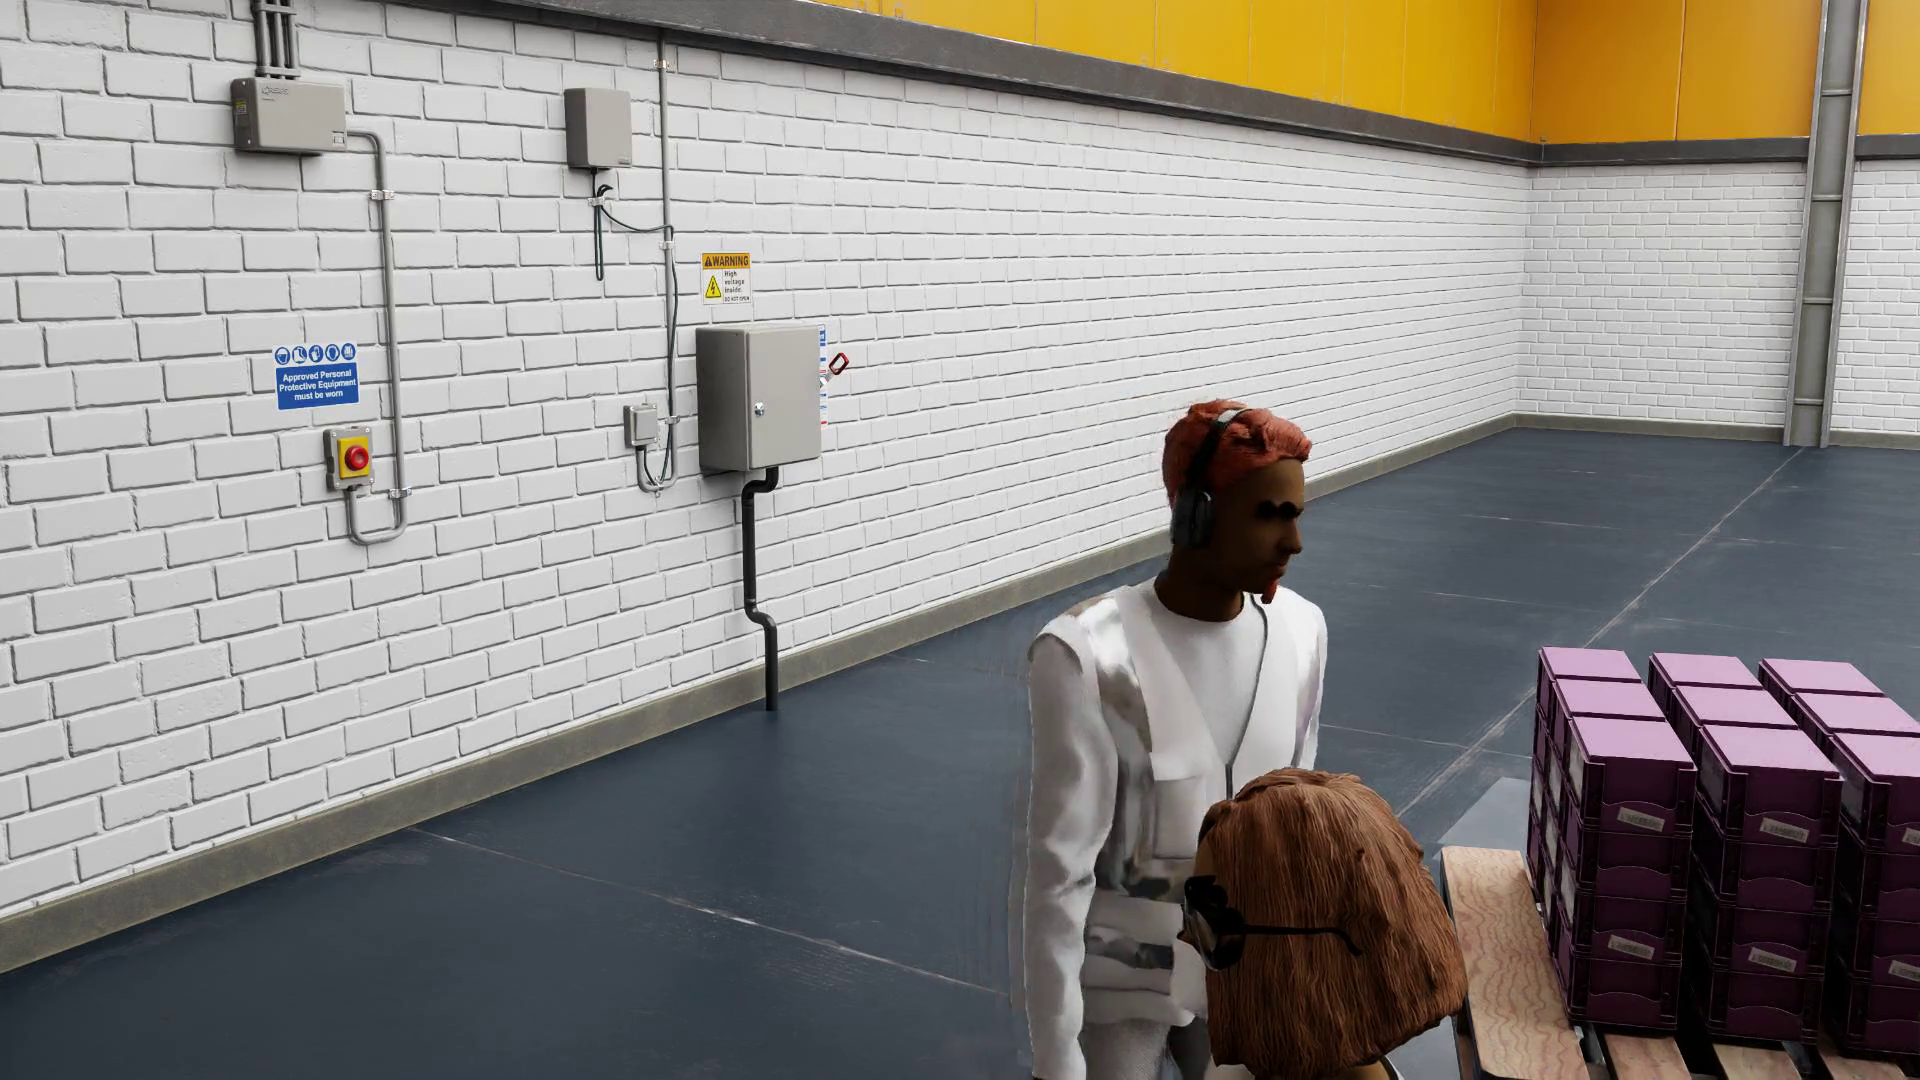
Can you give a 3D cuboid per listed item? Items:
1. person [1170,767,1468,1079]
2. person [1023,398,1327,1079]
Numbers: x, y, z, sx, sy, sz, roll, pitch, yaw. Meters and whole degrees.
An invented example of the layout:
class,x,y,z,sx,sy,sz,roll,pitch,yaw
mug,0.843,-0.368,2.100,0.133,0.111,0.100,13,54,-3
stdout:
class,x,y,z,sx,sy,sz,roll,pitch,yaw
person,0.308,1.009,1.605,0.279,1.634,0.498,-2,10,-9
person,0.331,0.718,2.599,0.633,1.863,0.483,-5,11,-24
